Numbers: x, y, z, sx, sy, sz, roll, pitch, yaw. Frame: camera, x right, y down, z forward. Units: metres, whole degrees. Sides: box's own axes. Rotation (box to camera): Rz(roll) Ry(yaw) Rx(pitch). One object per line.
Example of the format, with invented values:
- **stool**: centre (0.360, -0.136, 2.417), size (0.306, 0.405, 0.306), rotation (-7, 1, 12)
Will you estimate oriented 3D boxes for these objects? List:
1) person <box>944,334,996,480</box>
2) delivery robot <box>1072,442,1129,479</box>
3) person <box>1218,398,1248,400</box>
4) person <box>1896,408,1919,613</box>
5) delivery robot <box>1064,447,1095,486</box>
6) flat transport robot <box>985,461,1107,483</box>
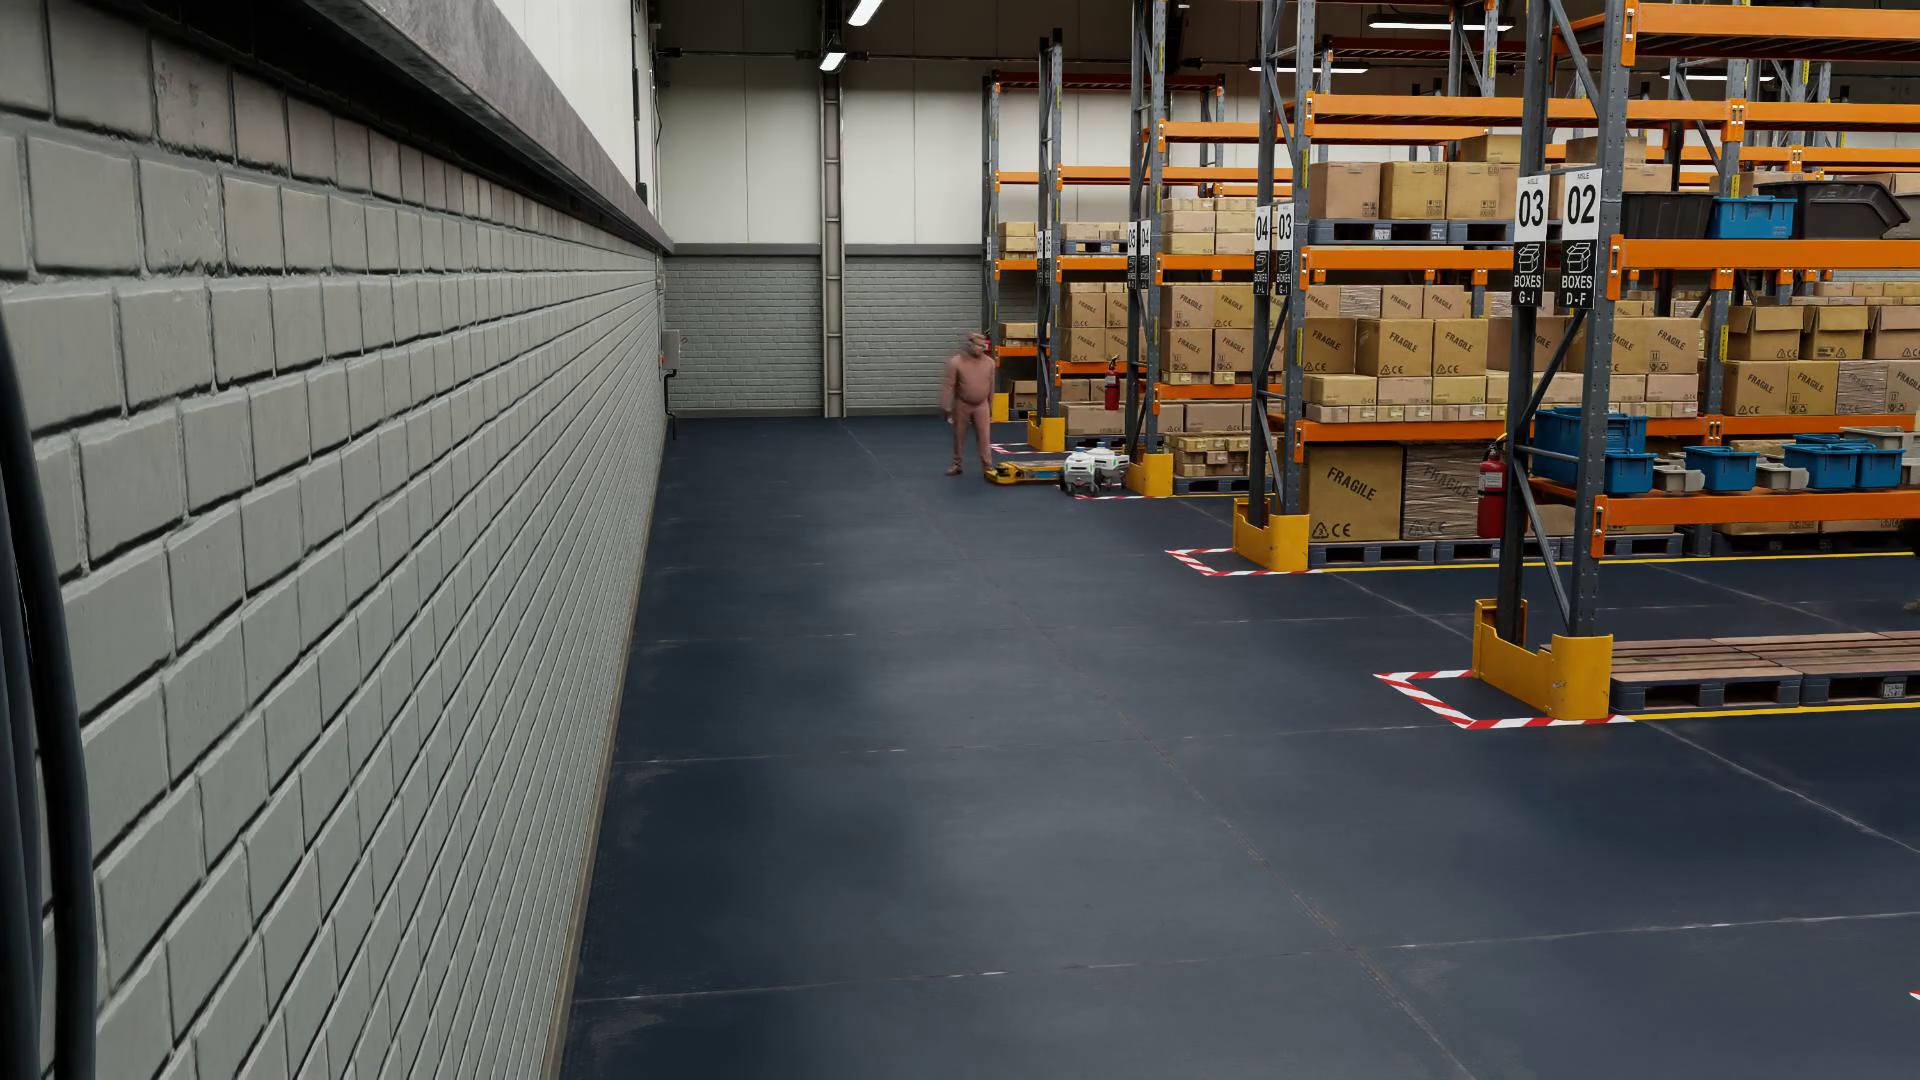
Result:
- **person**: centre (0.135, -1.706, 21.289), size (0.682, 1.857, 0.939), rotation (-2, 9, -10)
- **delivery robot**: centre (1.714, -0.950, 20.288), size (0.707, 0.478, 0.477), rotation (8, 12, 41)
- **person**: centre (4.315, -2.543, 26.391), size (0.996, 1.862, 0.601), rotation (-1, 9, -9)
- **person**: centre (7.576, -0.409, 12.848), size (0.483, 1.979, 0.641), rotation (-2, 9, -11)
- **delivery robot**: centre (1.423, -0.863, 19.755), size (0.477, 0.478, 0.707), rotation (1, 9, 6)
- **flat transport robot**: centre (1.083, -0.867, 20.938), size (1.431, 0.197, 0.652), rotation (-2, 9, -13)
